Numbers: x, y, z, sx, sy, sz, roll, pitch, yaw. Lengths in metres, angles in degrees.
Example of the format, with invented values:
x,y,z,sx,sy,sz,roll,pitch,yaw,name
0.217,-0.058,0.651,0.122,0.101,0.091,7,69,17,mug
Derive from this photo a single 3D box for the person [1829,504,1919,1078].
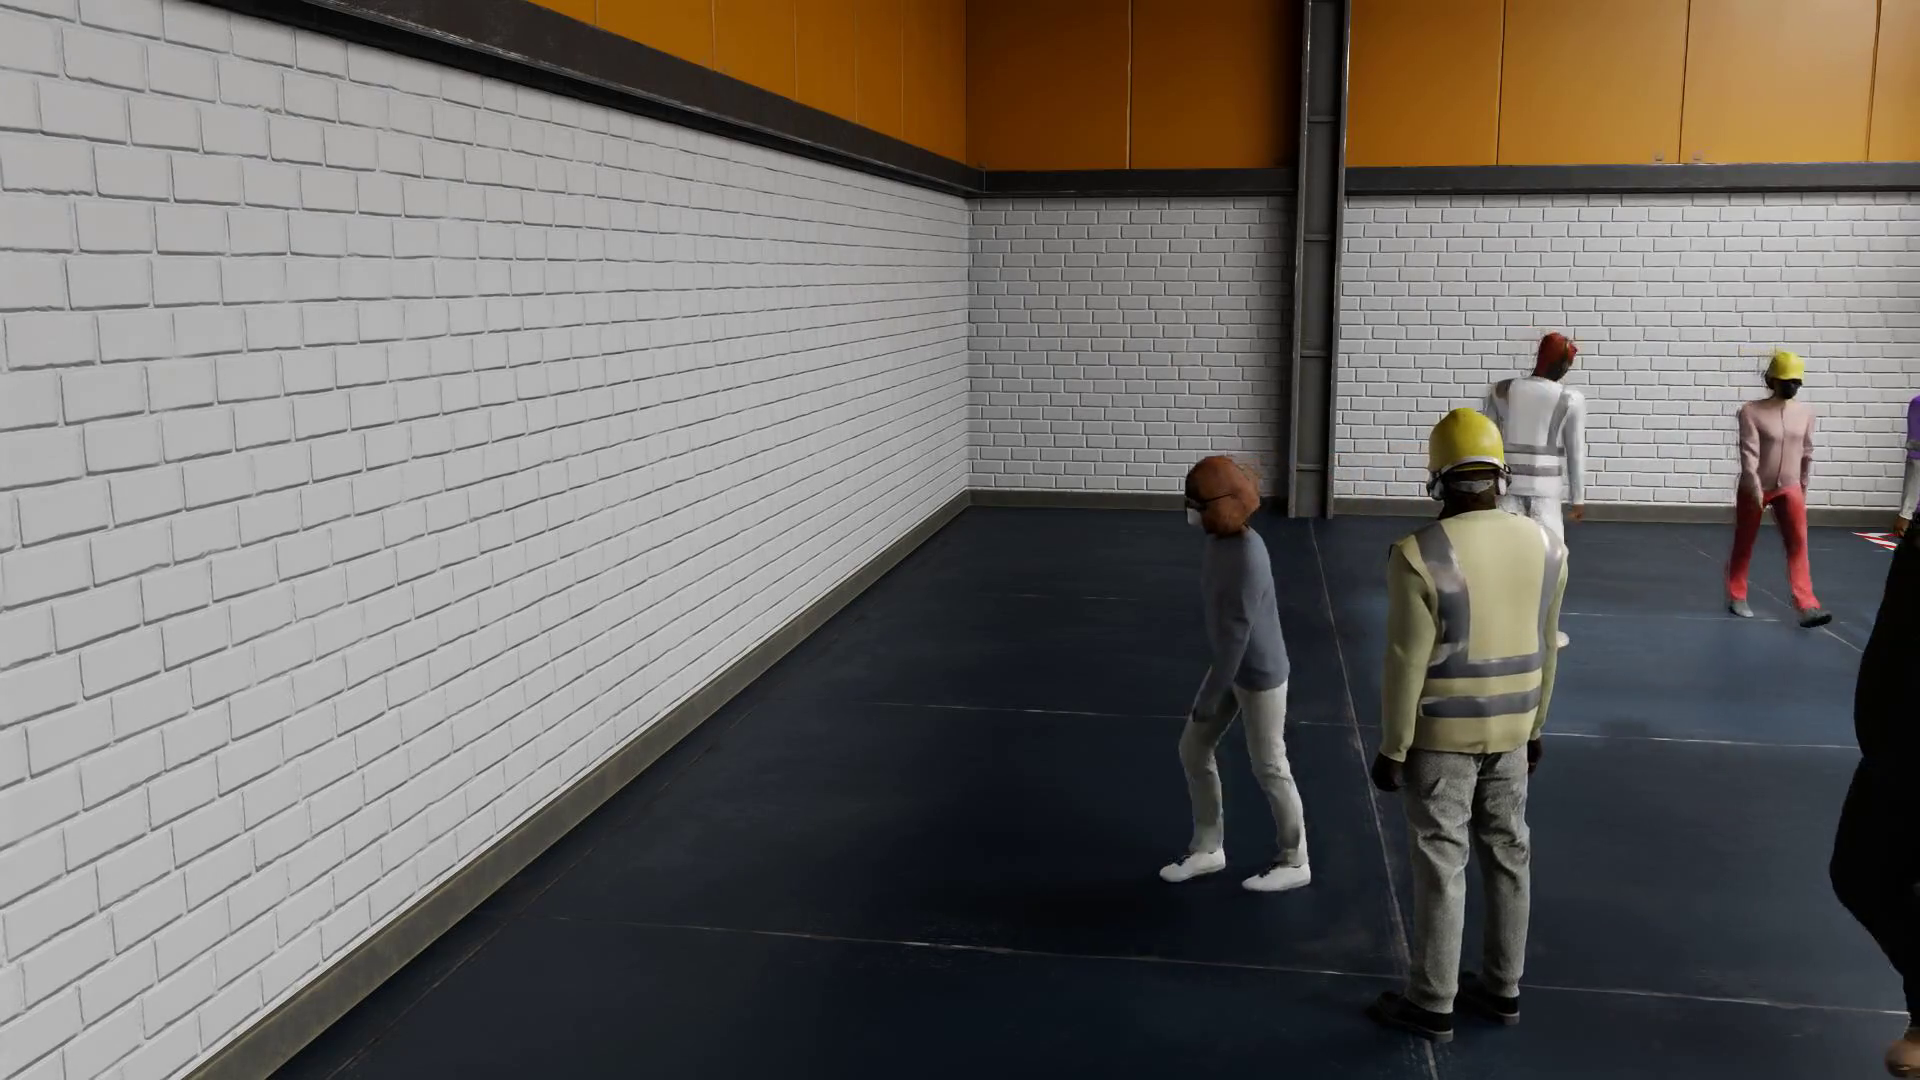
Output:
x,y,z,sx,sy,sz,roll,pitch,yaw,name
2.543,0.532,4.182,0.541,2.000,0.708,-2,9,-10,person

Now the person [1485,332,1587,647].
x,y,z,sx,sy,sz,roll,pitch,yaw,name
3.364,-0.285,9.826,0.629,1.865,0.409,5,10,28,person

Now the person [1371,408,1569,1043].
x,y,z,sx,sy,sz,roll,pitch,yaw,name
1.446,0.536,4.813,0.591,1.829,0.404,-4,10,-22,person

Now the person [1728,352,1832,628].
x,y,z,sx,sy,sz,roll,pitch,yaw,name
5.105,-0.304,10.368,0.521,1.716,0.935,0,9,-1,person

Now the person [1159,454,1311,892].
x,y,z,sx,sy,sz,roll,pitch,yaw,name
0.992,0.495,5.779,0.660,1.591,0.498,-2,9,-13,person

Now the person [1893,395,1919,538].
x,y,z,sx,sy,sz,roll,pitch,yaw,name
5.336,-0.196,9.005,0.545,1.942,0.349,-1,9,-5,person
